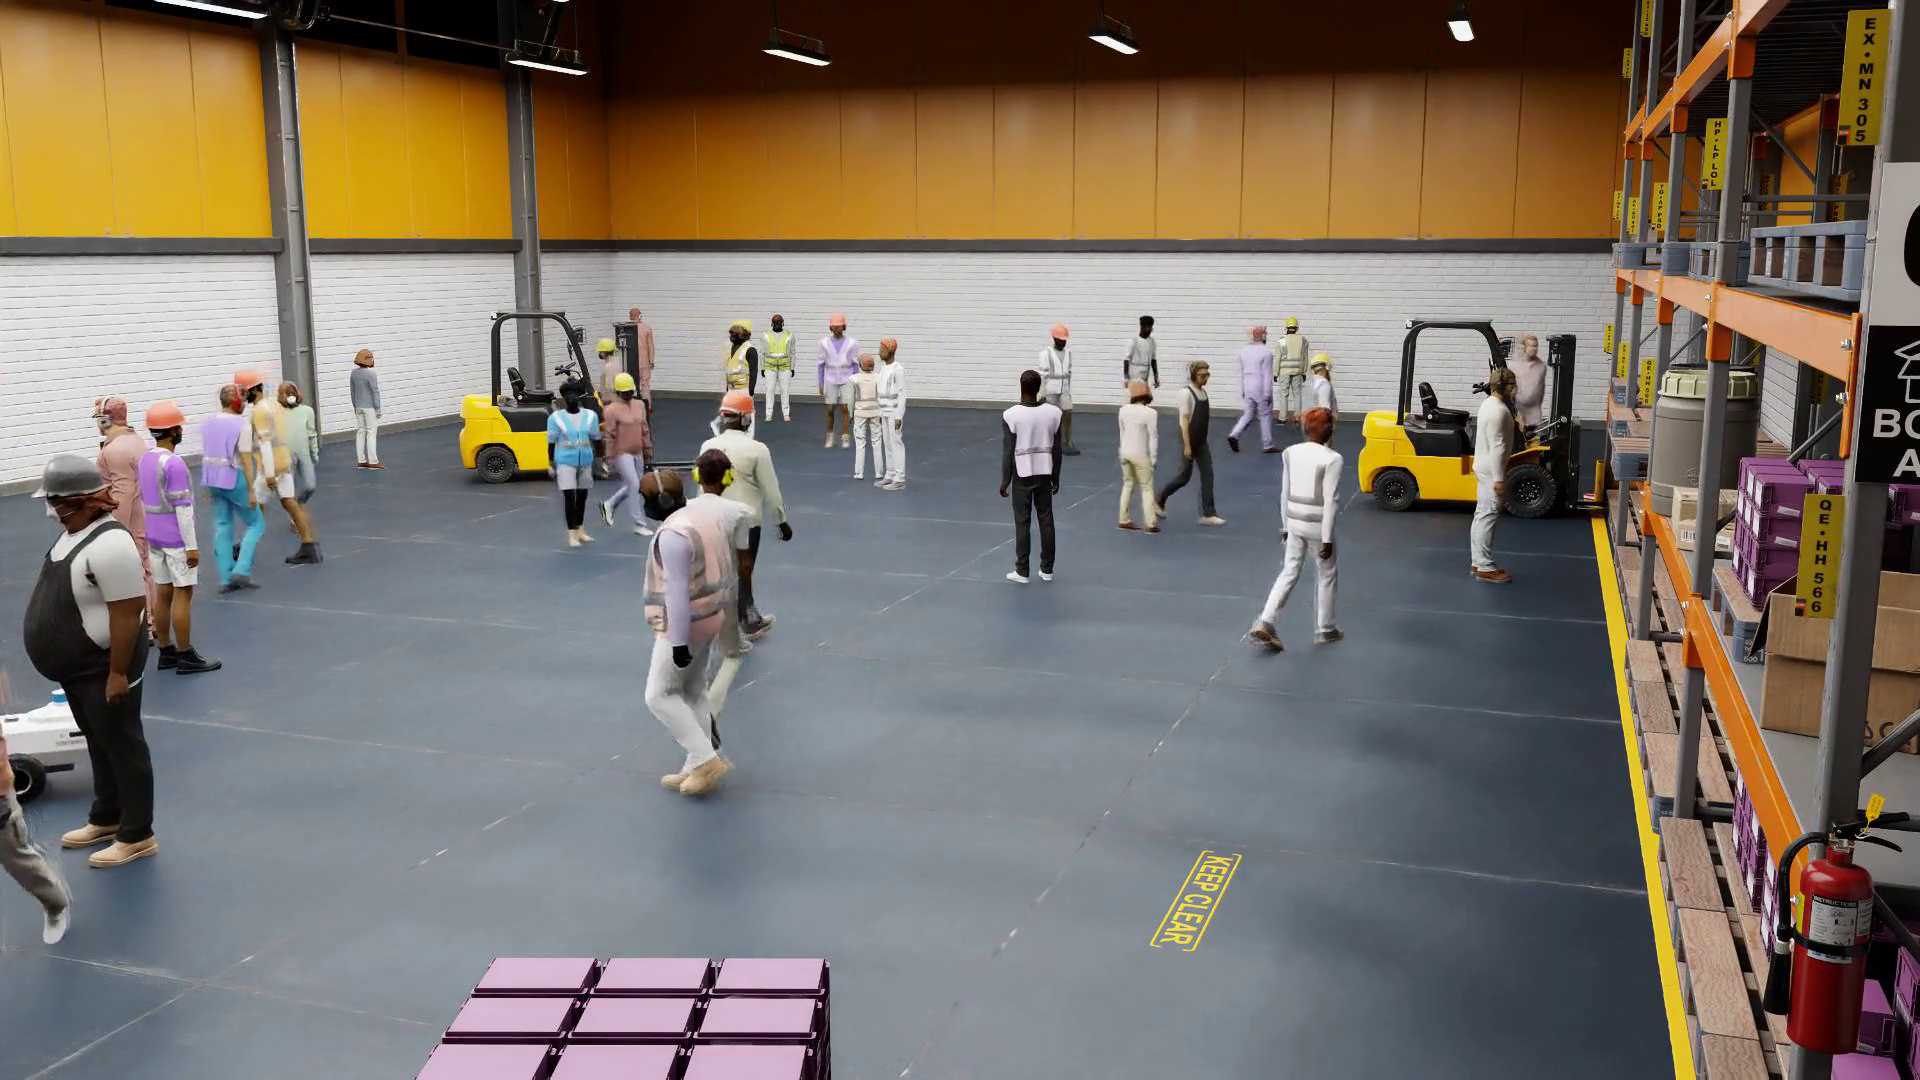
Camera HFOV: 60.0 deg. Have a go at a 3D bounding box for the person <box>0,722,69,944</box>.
[{"bbox_3d":[-4.083,1.023,6.919,0.565,1.599,0.800,3,10,14],"label":"person"}]

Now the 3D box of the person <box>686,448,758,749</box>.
[{"bbox_3d":[-1.483,0.375,9.880,0.565,1.841,0.494,2,10,10],"label":"person"}]

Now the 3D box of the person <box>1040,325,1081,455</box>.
[{"bbox_3d":[1.423,-2.143,23.951,0.566,1.881,0.850,-6,12,-29],"label":"person"}]

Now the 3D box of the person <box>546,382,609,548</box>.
[{"bbox_3d":[-3.892,-0.762,16.832,0.557,1.664,0.608,-7,12,-35],"label":"person"}]

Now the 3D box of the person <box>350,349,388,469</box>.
[{"bbox_3d":[-8.038,-1.773,22.551,0.508,1.632,0.265,6,12,31],"label":"person"}]

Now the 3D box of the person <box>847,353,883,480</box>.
[{"bbox_3d":[-1.196,-1.591,21.516,0.522,1.637,0.306,-2,10,-11],"label":"person"}]

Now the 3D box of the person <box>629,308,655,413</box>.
[{"bbox_3d":[-5.822,-3.232,30.019,0.638,1.903,0.408,0,10,-1],"label":"person"}]

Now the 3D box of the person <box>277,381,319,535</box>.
[{"bbox_3d":[-7.012,-0.869,17.493,0.515,1.618,0.390,-9,13,-40],"label":"person"}]

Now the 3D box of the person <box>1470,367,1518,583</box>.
[{"bbox_3d":[4.832,-0.594,15.054,0.376,1.940,0.627,2,10,11],"label":"person"}]

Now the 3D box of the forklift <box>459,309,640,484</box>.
[{"bbox_3d":[-5.354,-1.902,21.697,2.313,2.155,1.214,-2,10,-13],"label":"forklift"}]

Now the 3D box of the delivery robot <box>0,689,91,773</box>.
[{"bbox_3d":[-4.986,1.076,9.279,0.707,0.478,0.477,-4,11,-22],"label":"delivery robot"}]

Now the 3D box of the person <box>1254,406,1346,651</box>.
[{"bbox_3d":[2.574,-0.083,12.468,0.927,1.851,0.579,-8,13,-39],"label":"person"}]

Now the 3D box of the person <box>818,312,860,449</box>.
[{"bbox_3d":[-1.803,-2.366,24.740,0.615,2.041,0.388,0,10,0],"label":"person"}]

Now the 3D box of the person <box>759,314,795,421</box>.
[{"bbox_3d":[-3.140,-2.961,28.658,0.625,1.845,0.429,-1,10,-8],"label":"person"}]

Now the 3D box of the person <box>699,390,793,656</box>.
[{"bbox_3d":[-1.564,-0.145,12.478,0.623,1.960,0.859,7,12,33],"label":"person"}]

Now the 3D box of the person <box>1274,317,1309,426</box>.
[{"bbox_3d":[5.549,-2.831,27.947,0.599,1.832,0.404,-2,10,-10],"label":"person"}]

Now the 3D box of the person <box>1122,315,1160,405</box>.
[{"bbox_3d":[2.885,-2.604,26.393,0.512,1.939,0.627,9,13,41],"label":"person"}]

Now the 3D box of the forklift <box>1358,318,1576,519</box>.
[{"bbox_3d":[5.787,-1.437,19.079,2.313,2.155,1.214,3,11,19],"label":"forklift"}]

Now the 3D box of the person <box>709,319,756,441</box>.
[{"bbox_3d":[-3.465,-2.445,25.590,0.668,1.901,0.603,4,11,20],"label":"person"}]

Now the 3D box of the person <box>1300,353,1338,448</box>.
[{"bbox_3d":[4.118,-1.241,19.148,0.436,1.784,0.657,-1,10,-8],"label":"person"}]

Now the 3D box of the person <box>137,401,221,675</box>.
[{"bbox_3d":[-5.566,-0.007,11.790,0.550,1.940,0.405,8,13,37],"label":"person"}]

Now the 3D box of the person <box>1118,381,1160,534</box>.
[{"bbox_3d":[1.886,-0.880,17.588,0.350,1.608,0.518,-10,14,-44],"label":"person"}]

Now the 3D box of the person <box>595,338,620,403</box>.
[{"bbox_3d":[-4.787,-1.914,23.000,0.643,1.750,0.535,0,10,-1],"label":"person"}]

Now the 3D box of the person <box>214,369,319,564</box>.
[{"bbox_3d":[-6.591,-0.680,15.738,0.980,1.861,0.559,-1,10,-4],"label":"person"}]

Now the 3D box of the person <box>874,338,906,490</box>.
[{"bbox_3d":[-0.857,-1.560,20.648,0.337,1.882,0.584,-5,11,-24],"label":"person"}]

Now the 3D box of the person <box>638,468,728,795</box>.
[{"bbox_3d":[-1.537,0.509,9.206,0.461,1.812,0.661,1,10,5],"label":"person"}]

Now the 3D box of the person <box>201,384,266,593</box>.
[{"bbox_3d":[-6.378,-0.448,14.539,0.586,1.822,0.447,4,11,20],"label":"person"}]

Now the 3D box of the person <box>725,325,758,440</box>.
[{"bbox_3d":[-3.320,-2.323,25.072,0.633,1.839,0.429,9,14,42],"label":"person"}]

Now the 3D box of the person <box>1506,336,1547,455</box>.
[{"bbox_3d":[7.381,-1.738,21.748,0.644,1.853,1.010,-1,10,-7],"label":"person"}]

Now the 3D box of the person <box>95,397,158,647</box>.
[{"bbox_3d":[-6.315,-0.130,12.535,0.402,1.904,0.652,-3,10,-16],"label":"person"}]

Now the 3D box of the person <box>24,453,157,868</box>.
[{"bbox_3d":[-4.273,0.579,8.157,0.536,2.000,0.684,-9,14,-42],"label":"person"}]

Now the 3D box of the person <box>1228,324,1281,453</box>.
[{"bbox_3d":[4.321,-2.188,24.184,0.781,1.886,0.664,-6,12,-31],"label":"person"}]

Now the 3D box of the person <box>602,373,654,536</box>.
[{"bbox_3d":[-3.521,-0.909,17.424,0.696,1.718,0.559,7,12,33],"label":"person"}]

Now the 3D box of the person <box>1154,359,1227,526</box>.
[{"bbox_3d":[2.482,-1.067,18.072,0.875,1.813,0.517,8,13,38],"label":"person"}]

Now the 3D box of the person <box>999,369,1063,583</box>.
[{"bbox_3d":[0.644,-0.570,14.970,0.588,1.920,0.390,-4,11,-21],"label":"person"}]
